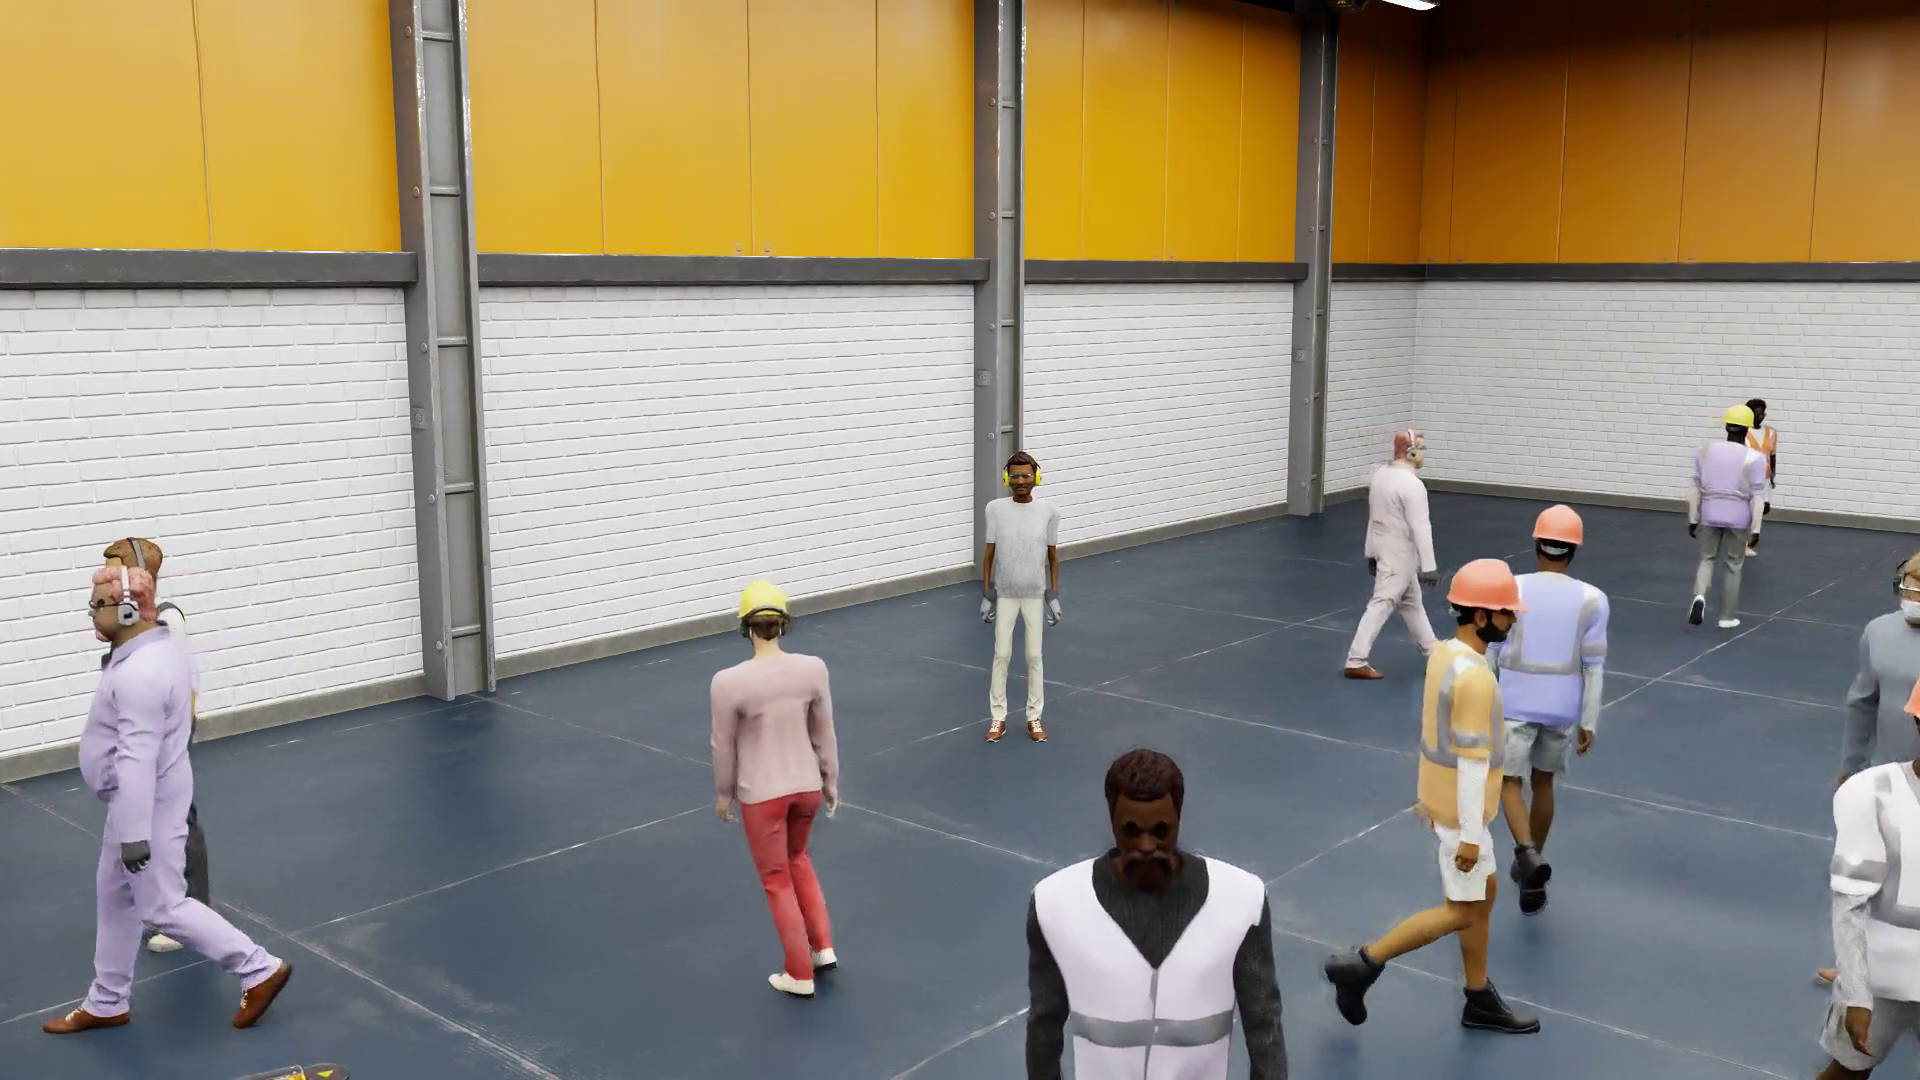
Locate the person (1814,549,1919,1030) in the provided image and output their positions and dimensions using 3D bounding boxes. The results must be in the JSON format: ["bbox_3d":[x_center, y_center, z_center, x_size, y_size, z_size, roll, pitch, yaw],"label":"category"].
[{"bbox_3d":[3.805,0.973,6.648,0.380,1.921,0.749,-2,9,-13],"label":"person"}]

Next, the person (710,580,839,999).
[{"bbox_3d":[-0.760,1.032,6.828,0.523,1.735,0.424,-7,11,-37],"label":"person"}]

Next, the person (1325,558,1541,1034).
[{"bbox_3d":[1.863,1.011,6.429,0.788,1.916,0.551,1,9,5],"label":"person"}]

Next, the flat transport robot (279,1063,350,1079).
[{"bbox_3d":[-2.641,2.013,5.258,1.431,0.197,0.652,-5,10,-29],"label":"flat transport robot"}]

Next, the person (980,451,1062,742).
[{"bbox_3d":[0.390,0.362,10.617,0.521,1.874,0.327,0,9,1],"label":"person"}]

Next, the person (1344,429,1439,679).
[{"bbox_3d":[3.300,0.115,12.218,1.009,1.849,0.665,-1,9,-7],"label":"person"}]

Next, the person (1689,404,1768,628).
[{"bbox_3d":[6.386,-0.177,13.893,0.602,1.907,0.593,8,12,41],"label":"person"}]

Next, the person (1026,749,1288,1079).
[{"bbox_3d":[0.470,1.418,4.022,0.614,1.864,1.012,0,9,-2],"label":"person"}]

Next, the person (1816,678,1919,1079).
[{"bbox_3d":[2.812,1.273,4.885,0.549,1.886,1.014,1,9,4],"label":"person"}]

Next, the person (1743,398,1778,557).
[{"bbox_3d":[8.391,-0.675,17.697,0.548,1.682,0.518,-1,9,-7],"label":"person"}]

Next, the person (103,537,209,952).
[{"bbox_3d":[-3.566,0.893,7.366,0.517,1.843,0.326,7,12,38],"label":"person"}]

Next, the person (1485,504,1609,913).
[{"bbox_3d":[2.728,0.794,7.797,0.560,1.909,0.745,2,9,9],"label":"person"}]

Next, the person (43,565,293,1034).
[{"bbox_3d":[-3.137,1.019,6.484,0.881,1.880,0.660,-4,10,-21],"label":"person"}]
